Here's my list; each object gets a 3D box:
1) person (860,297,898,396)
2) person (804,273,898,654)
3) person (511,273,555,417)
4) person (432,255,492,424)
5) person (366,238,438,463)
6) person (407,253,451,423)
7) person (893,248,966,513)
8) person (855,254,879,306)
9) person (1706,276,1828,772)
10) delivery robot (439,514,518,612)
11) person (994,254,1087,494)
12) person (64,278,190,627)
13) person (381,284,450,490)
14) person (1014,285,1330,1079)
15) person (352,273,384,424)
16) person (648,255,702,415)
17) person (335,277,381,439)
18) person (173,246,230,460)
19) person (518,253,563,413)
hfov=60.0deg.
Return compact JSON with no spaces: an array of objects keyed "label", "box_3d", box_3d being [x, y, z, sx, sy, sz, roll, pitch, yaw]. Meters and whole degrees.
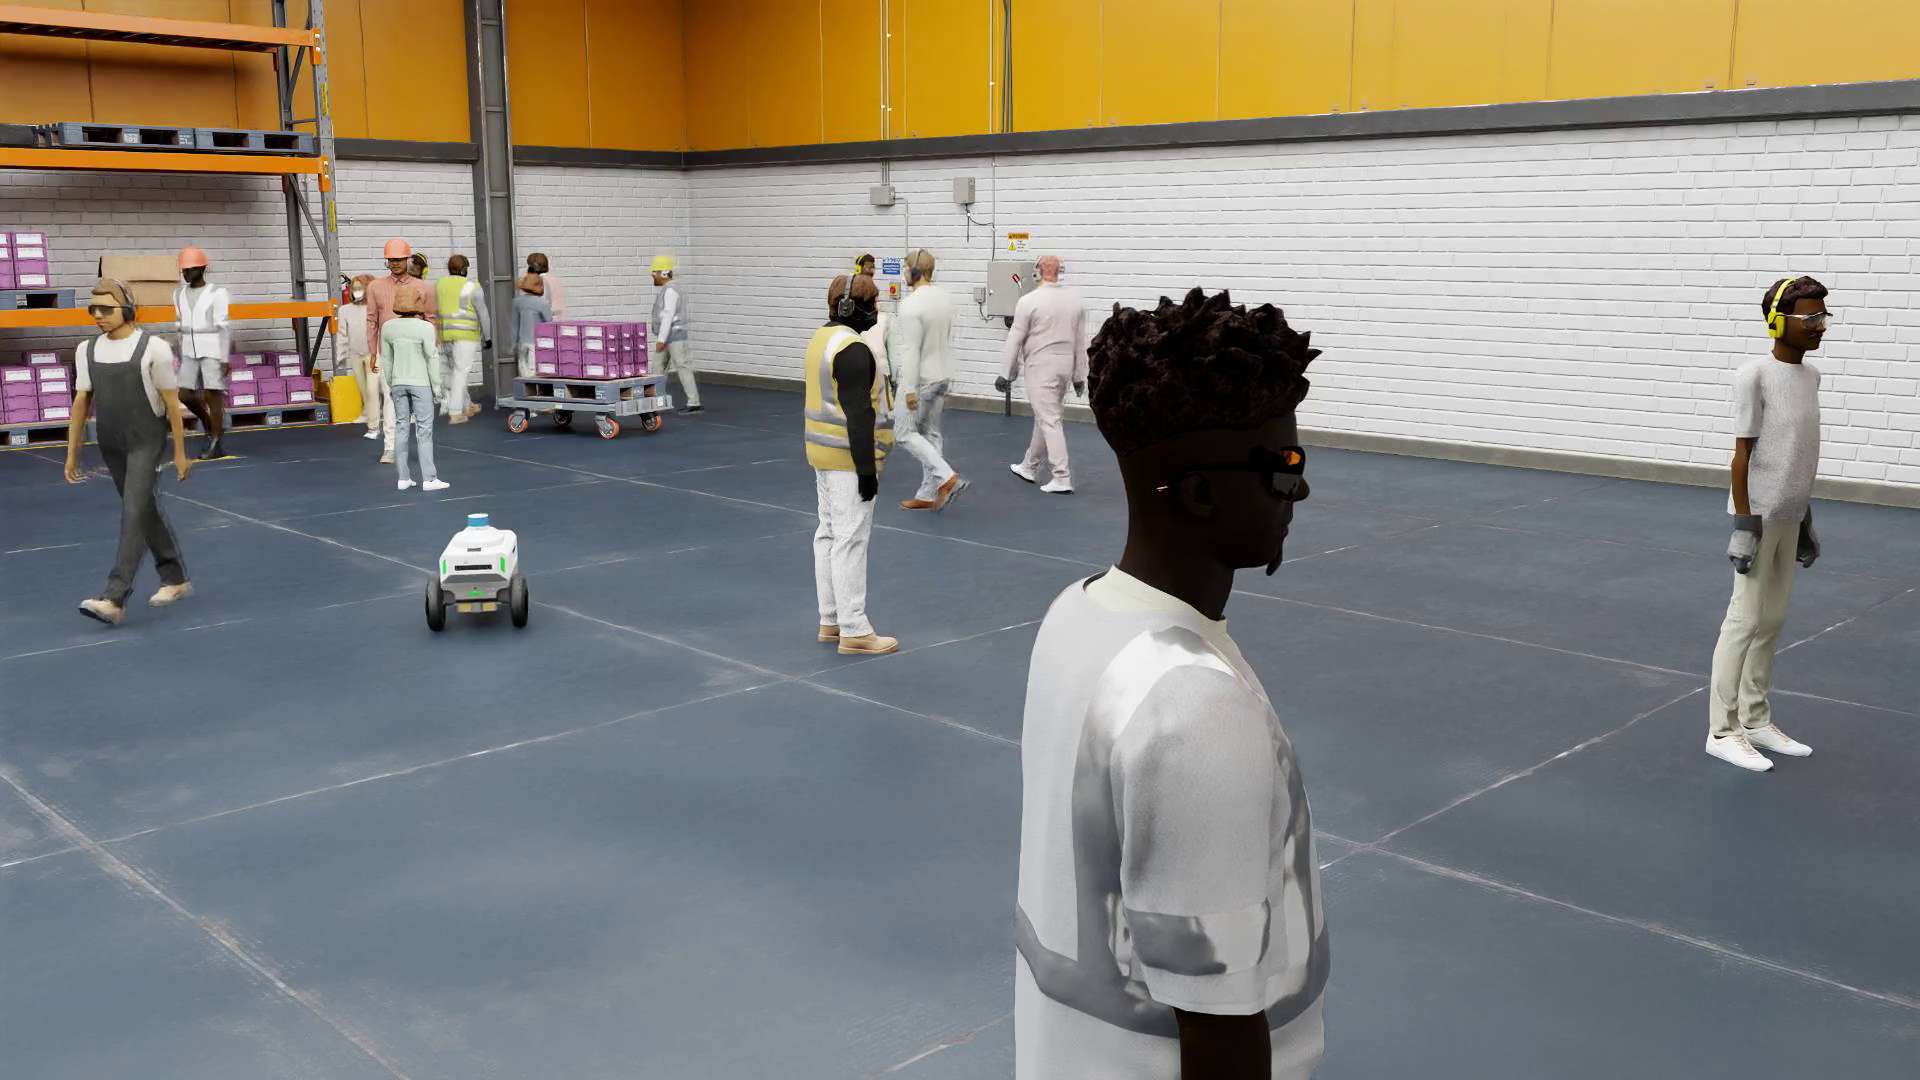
[{"label":"person","box_3d":[-0.816,-1.318,13.858,0.539,1.615,0.606,-5,11,-25]},{"label":"person","box_3d":[-0.535,-0.371,8.123,0.430,1.841,0.624,-4,11,-20]},{"label":"person","box_3d":[-4.702,-2.180,18.632,0.512,1.600,0.775,6,12,29]},{"label":"person","box_3d":[-5.415,-2.199,18.180,0.627,1.798,0.893,3,11,17]},{"label":"person","box_3d":[-4.965,-1.679,14.822,0.611,1.995,0.375,-2,11,-12]},{"label":"person","box_3d":[-5.775,-2.174,17.945,0.545,1.836,0.569,-7,13,-34]},{"label":"person","box_3d":[-0.218,-1.133,12.022,0.507,1.927,0.625,6,12,28]},{"label":"person","box_3d":[-1.049,-2.167,17.992,0.537,1.815,0.993,-9,13,-39]},{"label":"person","box_3d":[3.122,-0.065,6.363,0.507,1.872,0.329,-8,13,-36]},{"label":"delivery robot","box_3d":[-2.529,0.107,8.762,0.477,0.478,0.707,-2,11,-10]},{"label":"person","box_3d":[0.614,-1.325,13.234,0.665,1.860,0.951,-9,13,-39]},{"label":"person","box_3d":[-4.430,-0.468,8.767,0.537,1.789,0.975,2,11,9]},{"label":"person","box_3d":[-4.347,-1.209,13.240,0.501,1.636,0.279,3,11,16]},{"label":"person","box_3d":[0.253,0.688,1.998,0.367,1.966,0.607,-2,11,-11]},{"label":"person","box_3d":[-6.337,-2.086,18.055,0.530,1.612,0.731,7,13,34]},{"label":"person","box_3d":[-3.338,-2.282,18.661,0.899,1.782,0.609,-3,11,-17]},{"label":"person","box_3d":[-5.928,-1.791,16.476,0.498,1.605,0.770,1,10,5]},{"label":"person","box_3d":[-6.845,-1.685,15.067,0.545,1.925,0.453,2,11,9]},{"label":"person","box_3d":[-4.795,-2.334,18.870,0.645,1.820,0.642,2,11,13]}]
